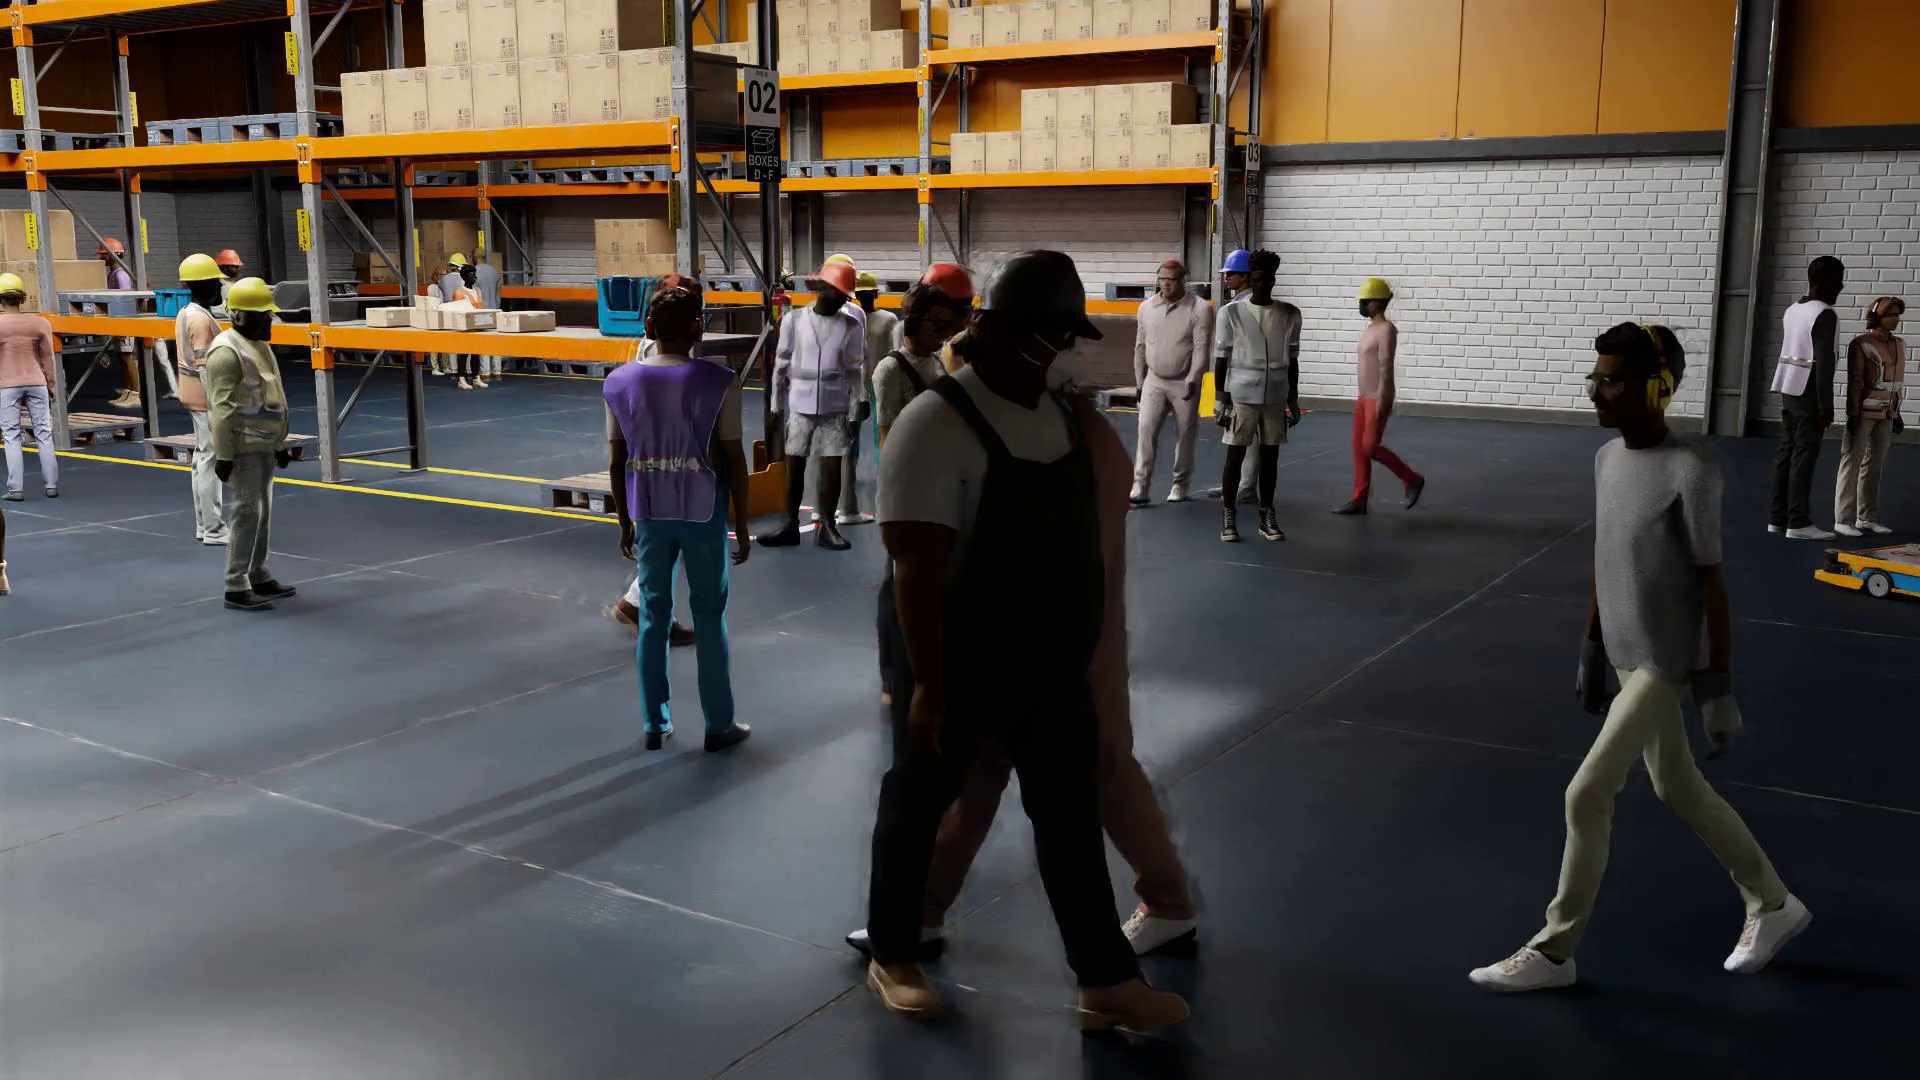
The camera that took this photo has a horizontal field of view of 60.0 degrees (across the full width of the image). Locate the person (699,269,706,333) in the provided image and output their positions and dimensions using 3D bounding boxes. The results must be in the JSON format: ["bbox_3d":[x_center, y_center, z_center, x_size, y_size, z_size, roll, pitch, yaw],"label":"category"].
[{"bbox_3d":[-3.447,-2.673,21.398,0.318,1.696,0.533,6,12,29],"label":"person"}]

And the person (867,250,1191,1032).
[{"bbox_3d":[0.132,0.269,4.143,0.762,2.000,0.962,-9,14,-42],"label":"person"}]

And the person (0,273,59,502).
[{"bbox_3d":[-7.317,-1.182,12.944,0.311,1.768,0.532,10,14,44],"label":"person"}]

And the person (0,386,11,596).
[{"bbox_3d":[-5.627,-0.660,9.266,0.357,2.047,0.615,3,11,17],"label":"person"}]

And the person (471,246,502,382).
[{"bbox_3d":[-6.816,-3.230,23.814,0.356,1.936,0.635,5,11,27],"label":"person"}]

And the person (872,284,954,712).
[{"bbox_3d":[-0.173,-0.172,7.142,0.345,1.840,0.504,5,11,26],"label":"person"}]

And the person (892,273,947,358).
[{"bbox_3d":[-0.211,-0.807,10.698,0.512,1.850,0.876,-1,10,-3],"label":"person"}]

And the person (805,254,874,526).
[{"bbox_3d":[-0.873,-1.069,11.874,0.594,1.922,0.384,7,12,34],"label":"person"}]

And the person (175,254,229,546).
[{"bbox_3d":[-4.992,-0.925,11.064,0.357,1.930,0.588,-6,12,-31],"label":"person"}]

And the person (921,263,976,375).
[{"bbox_3d":[-0.052,-0.329,7.798,0.698,1.909,0.568,3,11,14],"label":"person"}]

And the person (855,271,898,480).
[{"bbox_3d":[-0.766,-1.343,13.832,0.526,1.768,0.330,0,10,3],"label":"person"}]

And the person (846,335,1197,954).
[{"bbox_3d":[0.215,0.288,4.607,0.982,1.841,0.657,-4,11,-23],"label":"person"}]

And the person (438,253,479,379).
[{"bbox_3d":[-7.292,-3.254,24.255,0.591,1.828,0.404,3,11,14],"label":"person"}]

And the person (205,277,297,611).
[{"bbox_3d":[-3.907,-0.531,9.188,0.414,1.820,0.640,0,10,-1],"label":"person"}]

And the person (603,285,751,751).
[{"bbox_3d":[-1.109,-0.069,6.563,0.567,1.843,0.389,1,10,8],"label":"person"}]

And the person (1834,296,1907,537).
[{"bbox_3d":[6.263,-0.844,11.411,0.513,1.642,0.311,-5,11,-24],"label":"person"}]

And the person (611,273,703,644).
[{"bbox_3d":[-1.457,-0.386,8.271,0.409,1.858,0.661,-1,10,-8],"label":"person"}]

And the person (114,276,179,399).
[{"bbox_3d":[-10.367,-2.575,21.128,0.852,1.589,0.557,3,11,14],"label":"person"}]

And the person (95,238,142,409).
[{"bbox_3d":[-10.162,-2.609,20.080,0.378,2.044,0.608,-7,13,-35],"label":"person"}]

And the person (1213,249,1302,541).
[{"bbox_3d":[2.003,-0.967,11.197,0.613,1.962,0.362,-1,10,-8],"label":"person"}]

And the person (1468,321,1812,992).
[{"bbox_3d":[1.915,0.325,4.469,0.978,1.821,0.533,-1,10,-5],"label":"person"}]

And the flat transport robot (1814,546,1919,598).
[{"bbox_3d":[5.615,0.232,9.249,0.652,0.197,1.431,-5,11,-26],"label":"flat transport robot"}]

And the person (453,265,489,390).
[{"bbox_3d":[-6.665,-2.886,22.615,0.321,1.687,0.533,4,11,22],"label":"person"}]

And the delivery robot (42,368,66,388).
[{"bbox_3d":[-11.508,-2.027,20.720,0.707,0.478,0.477,4,11,24],"label":"delivery robot"}]

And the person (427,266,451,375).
[{"bbox_3d":[-7.798,-3.290,25.014,0.277,1.629,0.496,5,11,26],"label":"person"}]

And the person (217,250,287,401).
[{"bbox_3d":[-8.337,-2.391,19.253,0.944,1.897,0.569,0,10,1],"label":"person"}]

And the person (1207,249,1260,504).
[{"bbox_3d":[2.163,-1.255,12.841,0.391,1.948,0.605,-1,10,-8],"label":"person"}]

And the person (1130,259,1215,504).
[{"bbox_3d":[1.563,-1.179,12.617,0.653,1.865,0.879,5,11,24],"label":"person"}]

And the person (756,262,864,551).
[{"bbox_3d":[-0.992,-0.852,10.802,0.737,1.888,0.435,0,10,-3],"label":"person"}]

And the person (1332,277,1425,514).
[{"bbox_3d":[3.077,-1.043,12.187,0.561,1.752,0.536,-1,10,-7],"label":"person"}]

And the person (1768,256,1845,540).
[{"bbox_3d":[5.768,-0.968,11.347,0.394,1.915,0.587,1,10,3],"label":"person"}]
